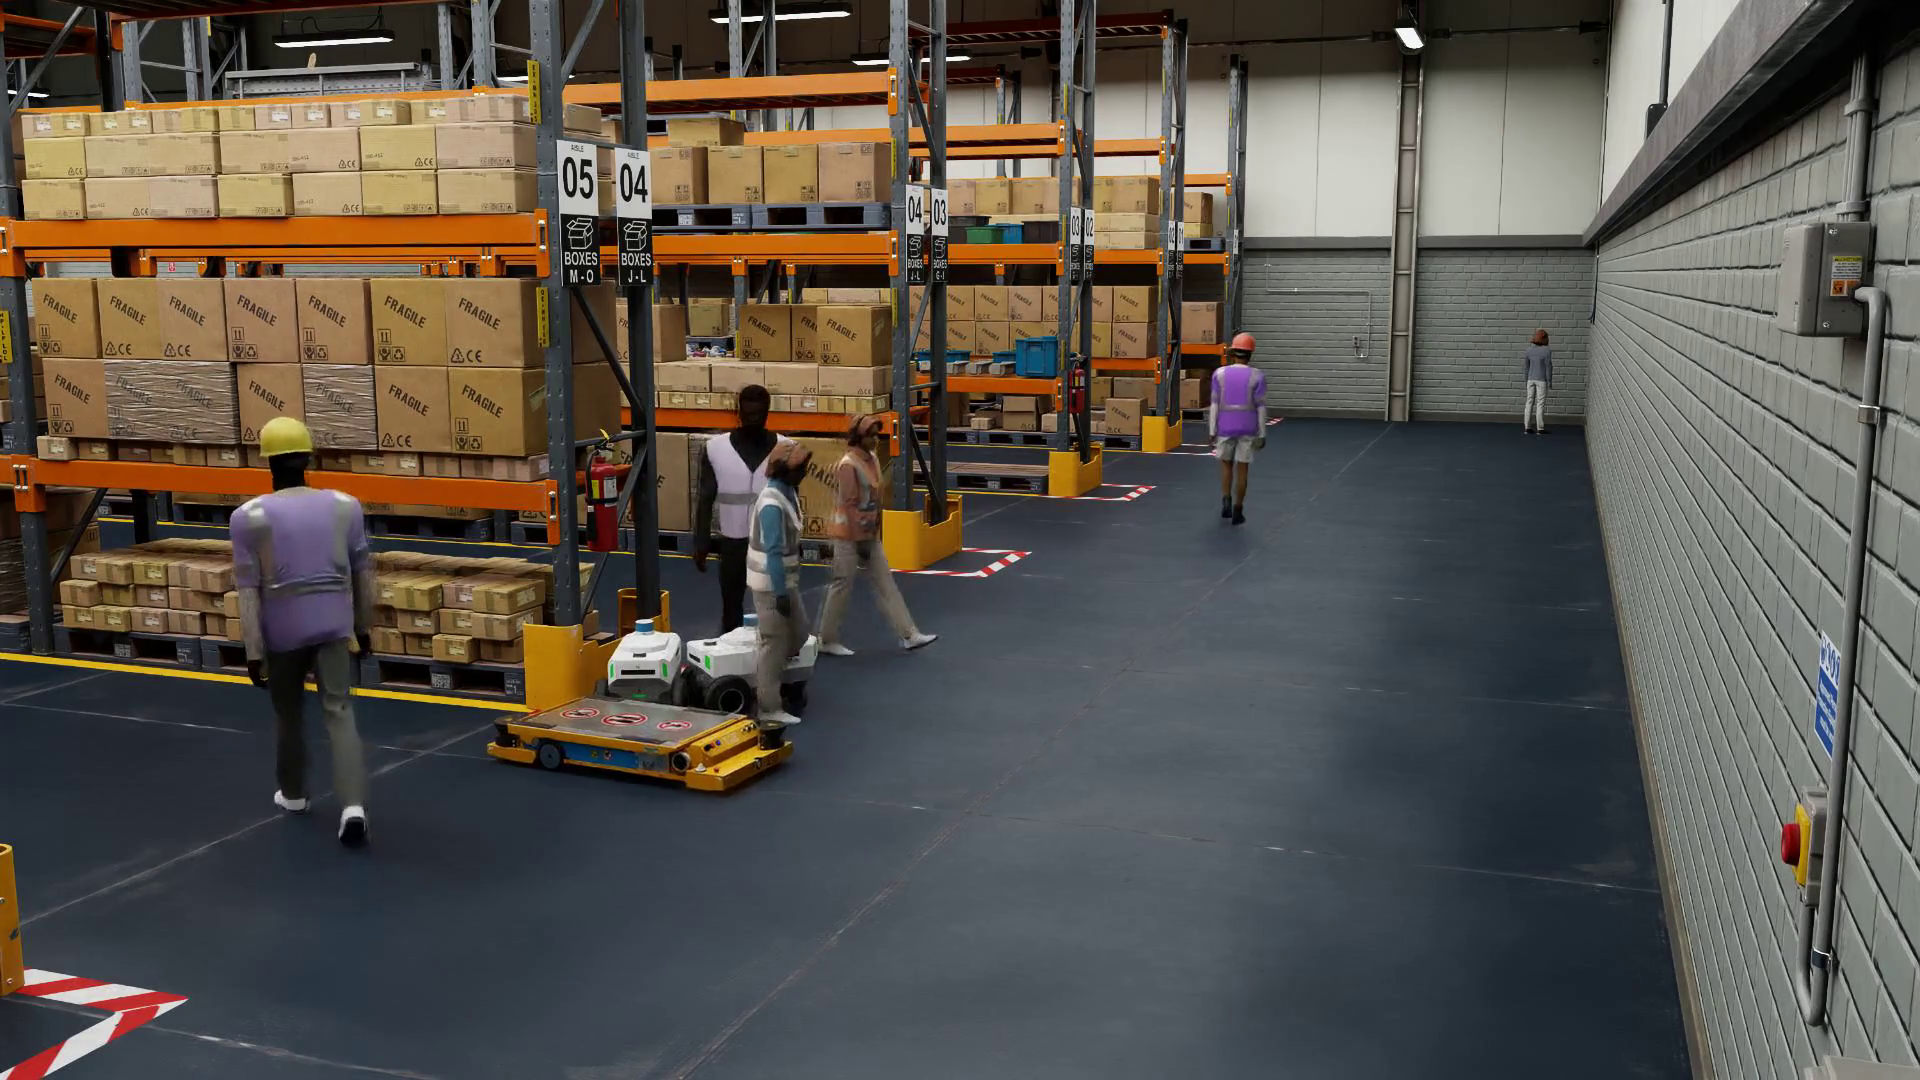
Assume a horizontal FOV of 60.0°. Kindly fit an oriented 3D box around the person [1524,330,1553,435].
[{"bbox_3d":[9.022,-2.461,25.946,0.280,1.634,0.498,-6,11,-32],"label":"person"}]

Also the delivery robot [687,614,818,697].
[{"bbox_3d":[-1.179,0.666,9.495,0.707,0.478,0.477,-5,10,-28],"label":"delivery robot"}]

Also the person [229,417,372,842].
[{"bbox_3d":[-2.899,0.388,7.426,0.602,1.880,0.993,-6,11,-34],"label":"person"}]

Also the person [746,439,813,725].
[{"bbox_3d":[-0.979,0.243,9.114,0.404,1.611,0.555,1,9,6],"label":"person"}]

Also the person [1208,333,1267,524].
[{"bbox_3d":[2.809,-1.122,16.715,0.573,1.911,0.560,3,10,20],"label":"person"}]

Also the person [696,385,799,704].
[{"bbox_3d":[-1.275,-0.008,10.010,0.636,1.873,0.957,-1,9,-9],"label":"person"}]

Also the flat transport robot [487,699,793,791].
[{"bbox_3d":[-1.637,1.015,8.494,1.431,0.197,0.652,4,10,25],"label":"flat transport robot"}]

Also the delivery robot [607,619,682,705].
[{"bbox_3d":[-1.767,0.690,9.348,0.477,0.478,0.707,-1,9,-4],"label":"delivery robot"}]

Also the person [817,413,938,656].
[{"bbox_3d":[-0.555,-0.016,10.789,0.824,1.596,0.543,3,10,20],"label":"person"}]
